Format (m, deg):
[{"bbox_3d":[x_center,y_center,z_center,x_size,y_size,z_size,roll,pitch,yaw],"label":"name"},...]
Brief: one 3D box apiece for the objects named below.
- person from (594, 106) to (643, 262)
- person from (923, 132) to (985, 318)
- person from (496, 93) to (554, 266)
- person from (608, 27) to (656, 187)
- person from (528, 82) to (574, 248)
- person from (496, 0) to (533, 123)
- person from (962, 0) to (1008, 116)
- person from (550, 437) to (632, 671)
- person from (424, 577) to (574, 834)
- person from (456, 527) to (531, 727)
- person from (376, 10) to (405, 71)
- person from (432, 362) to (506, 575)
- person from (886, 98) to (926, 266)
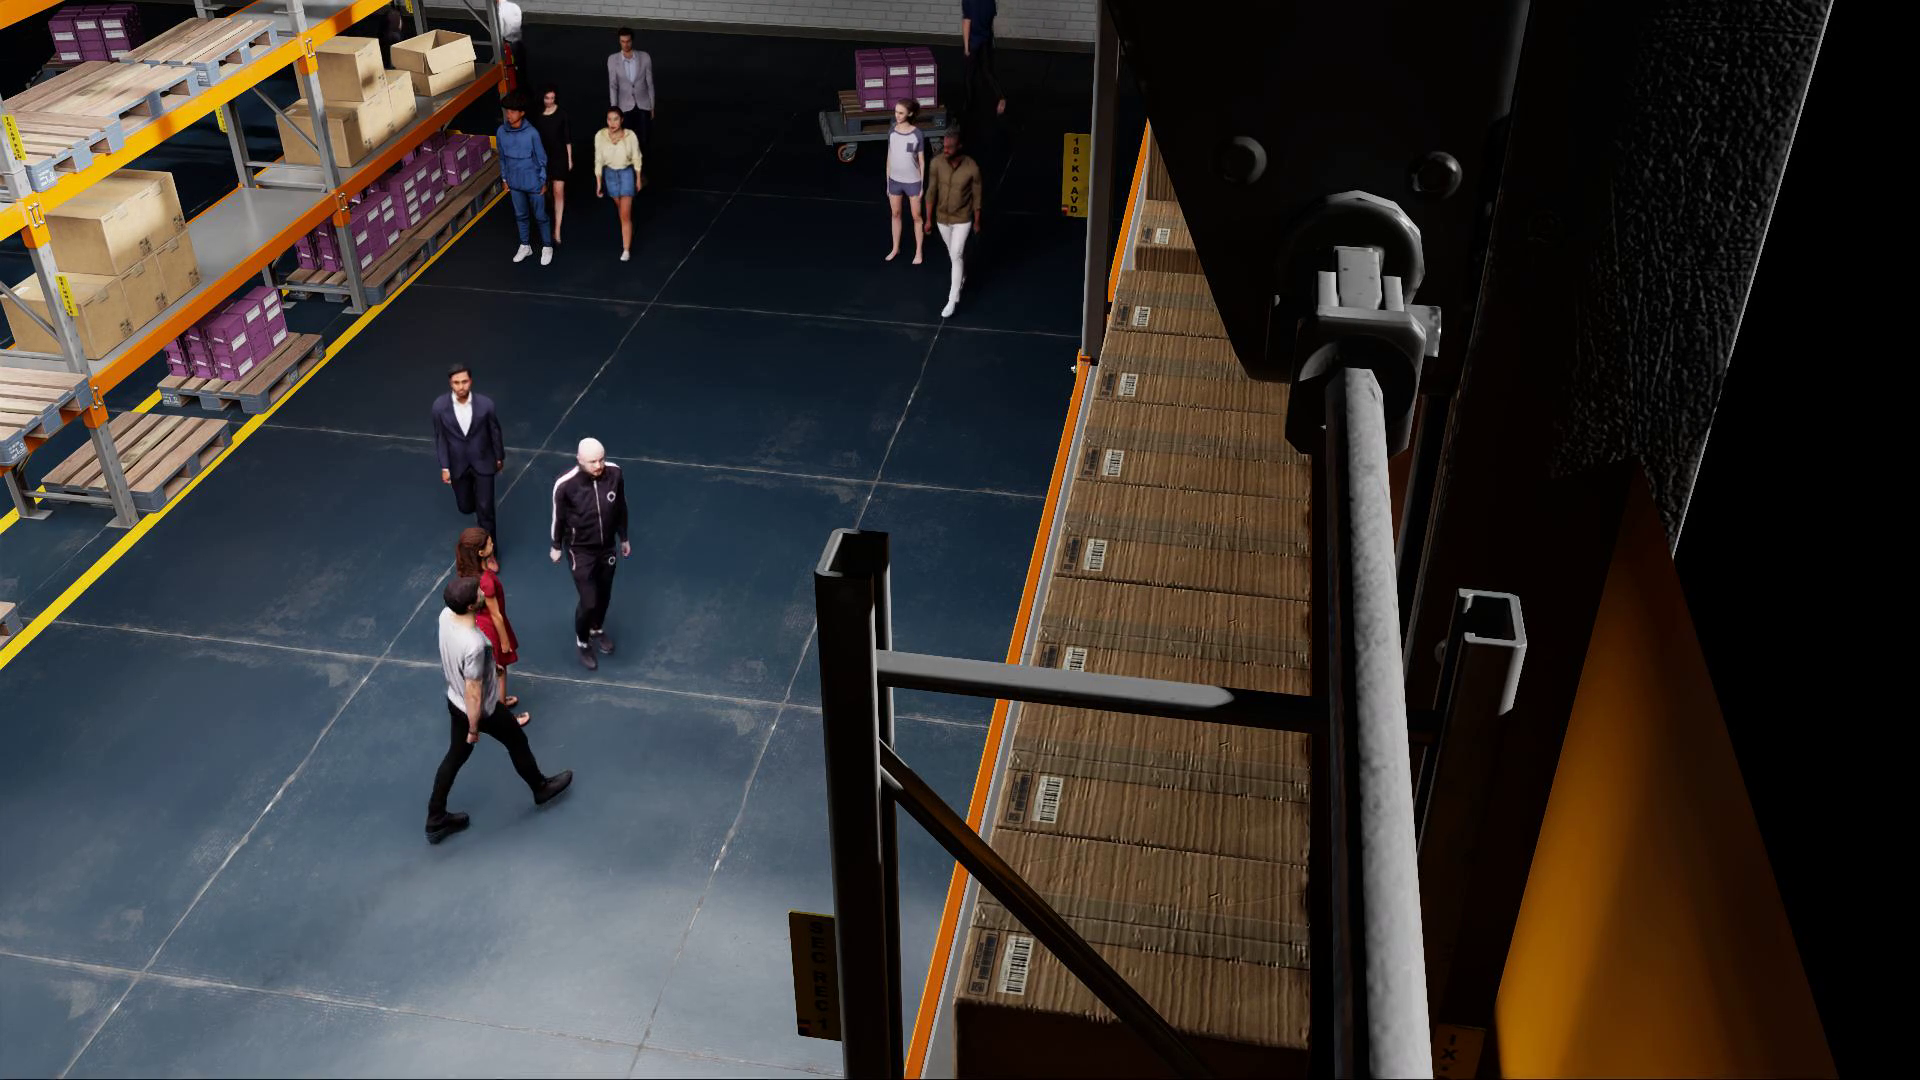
[{"bbox_3d":[-3.588,-3.813,17.614,0.703,1.582,1.139,2,34,4],"label":"person"},{"bbox_3d":[-0.033,-3.208,16.535,0.903,1.770,1.232,13,36,18],"label":"person"},{"bbox_3d":[-4.535,-3.780,17.360,0.679,1.810,0.554,7,34,10],"label":"person"},{"bbox_3d":[-3.758,-5.040,19.233,0.840,1.832,0.940,-5,34,-8],"label":"person"},{"bbox_3d":[-4.358,-4.056,17.805,0.795,1.776,0.974,-1,34,-1],"label":"person"},{"bbox_3d":[-5.543,-6.071,20.833,0.845,1.779,0.774,14,36,19],"label":"person"},{"bbox_3d":[0.278,-6.248,21.042,1.019,1.844,1.125,-16,37,-23],"label":"person"},{"bbox_3d":[-2.624,0.014,11.658,0.826,1.802,0.902,-20,39,-27],"label":"person"},{"bbox_3d":[-3.036,1.043,10.096,1.273,1.818,1.130,-26,42,-33],"label":"person"},{"bbox_3d":[-3.147,0.582,11.030,0.737,1.551,0.677,-28,43,-35],"label":"person"},{"bbox_3d":[-6.959,-5.607,20.328,0.889,1.567,1.101,17,37,24],"label":"person"},{"bbox_3d":[-3.718,-0.613,12.683,0.840,1.712,1.055,-6,34,-9],"label":"person"},{"bbox_3d":[-0.558,-3.753,17.358,0.615,1.765,0.591,11,35,16],"label":"person"}]
